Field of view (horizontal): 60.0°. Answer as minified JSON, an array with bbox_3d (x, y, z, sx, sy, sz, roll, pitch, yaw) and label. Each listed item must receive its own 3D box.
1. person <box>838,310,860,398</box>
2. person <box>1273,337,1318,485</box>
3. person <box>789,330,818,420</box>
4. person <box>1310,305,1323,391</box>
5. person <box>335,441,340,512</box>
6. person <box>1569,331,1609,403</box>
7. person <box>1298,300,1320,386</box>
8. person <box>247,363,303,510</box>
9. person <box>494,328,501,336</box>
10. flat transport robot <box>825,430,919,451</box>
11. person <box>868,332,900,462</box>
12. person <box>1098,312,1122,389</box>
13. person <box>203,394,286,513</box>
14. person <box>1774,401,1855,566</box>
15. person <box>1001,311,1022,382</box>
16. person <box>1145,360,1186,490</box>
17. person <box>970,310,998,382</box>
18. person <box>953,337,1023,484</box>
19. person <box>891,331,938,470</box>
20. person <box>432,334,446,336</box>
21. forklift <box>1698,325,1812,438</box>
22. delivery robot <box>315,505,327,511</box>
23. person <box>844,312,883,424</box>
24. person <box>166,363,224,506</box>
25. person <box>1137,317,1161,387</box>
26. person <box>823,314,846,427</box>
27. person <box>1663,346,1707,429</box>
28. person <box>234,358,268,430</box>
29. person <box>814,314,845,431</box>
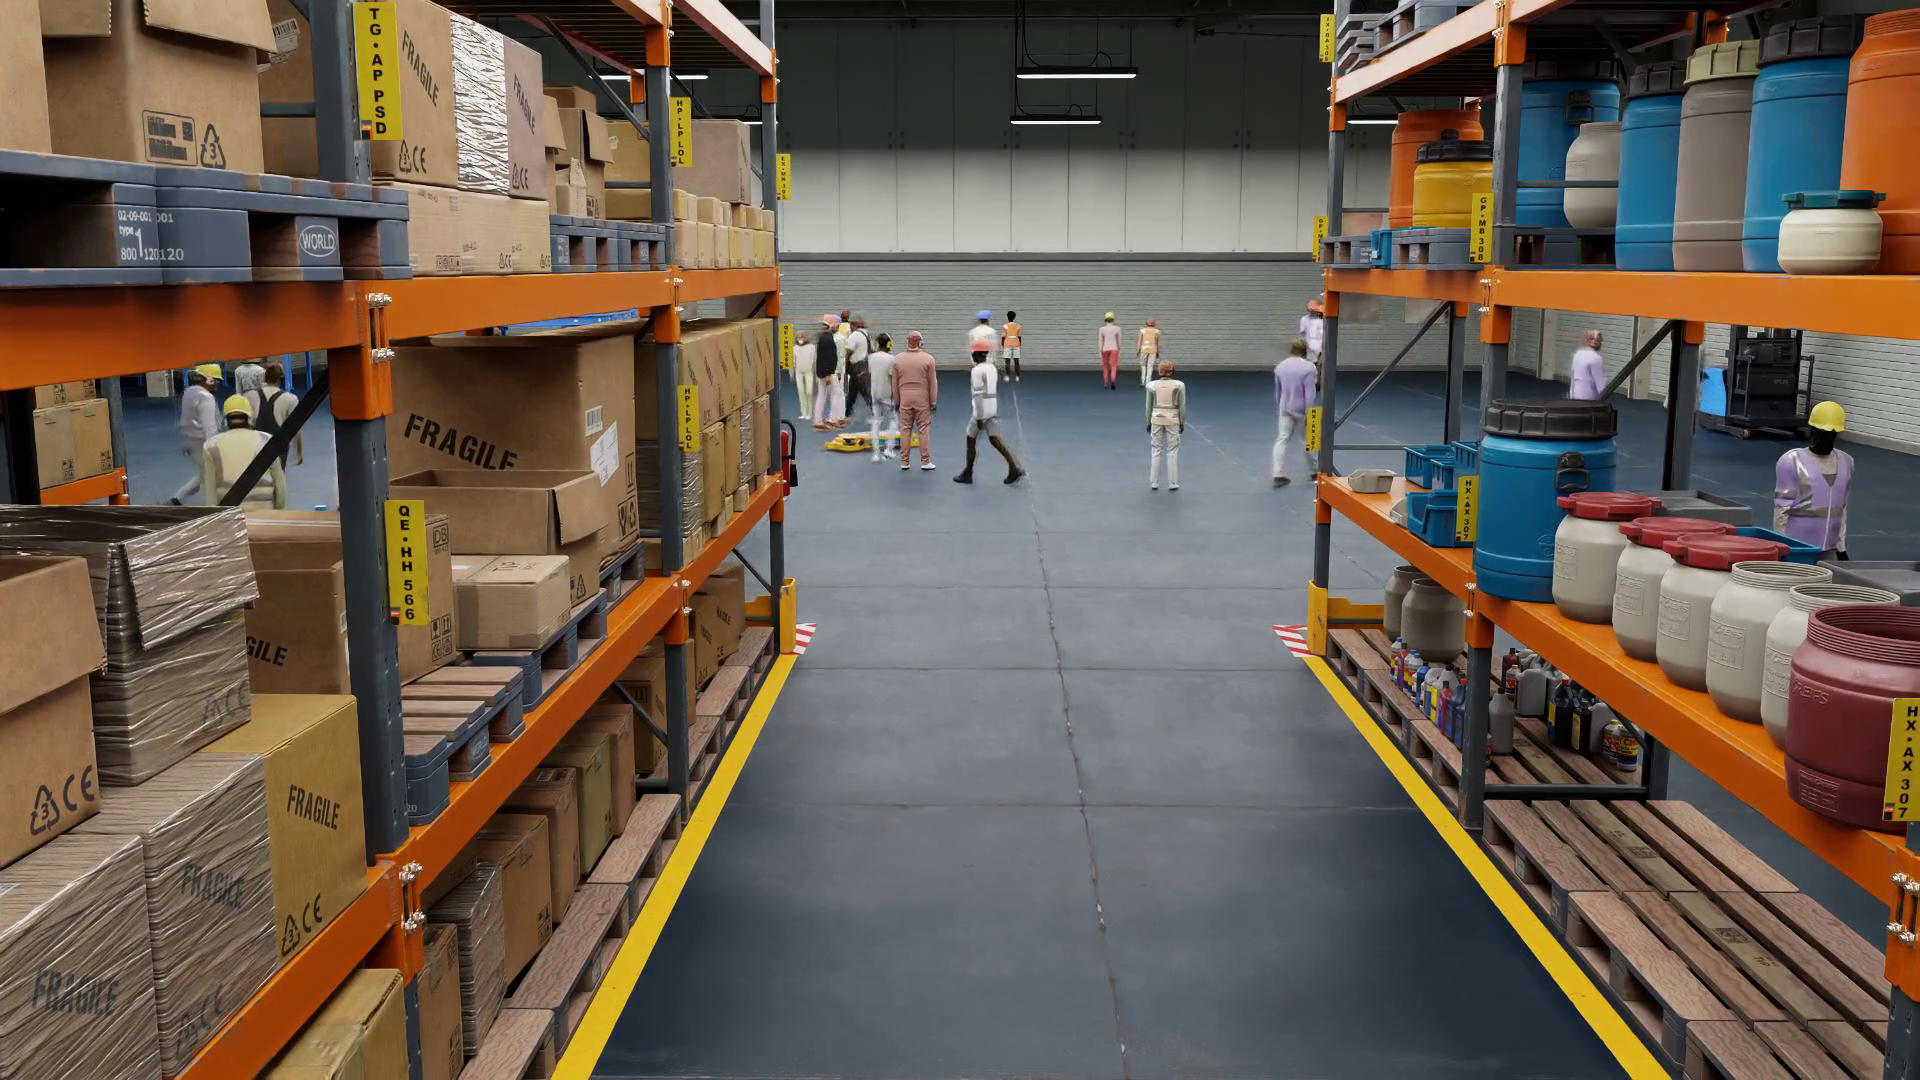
[{"bbox_3d":[-2.393,-3.938,35.231,0.627,1.844,0.429,5,11,27],"label":"person"},{"bbox_3d":[4.365,-1.660,21.452,1.025,1.880,0.656,-9,13,-44],"label":"person"},{"bbox_3d":[-2.853,-3.004,30.295,0.542,1.622,0.353,1,10,7],"label":"person"},{"bbox_3d":[8.030,-4.268,36.993,0.587,1.912,0.538,-3,10,-18],"label":"person"},{"bbox_3d":[-4.765,-0.317,13.484,0.586,1.865,0.739,-2,10,-10],"label":"person"},{"bbox_3d":[9.078,-2.033,23.703,0.876,1.869,0.665,0,9,-2],"label":"person"},{"bbox_3d":[8.042,-4.475,38.017,0.626,1.985,1.035,6,11,30],"label":"person"},{"bbox_3d":[-7.220,-0.962,17.546,0.548,1.796,0.963,0,9,-1],"label":"person"},{"bbox_3d":[-7.347,-2.444,26.280,0.429,1.845,0.621,-3,10,-20],"label":"person"},{"bbox_3d":[-1.308,-1.547,25.729,1.431,0.197,0.652,-7,12,-35],"label":"flat transport robot"},{"bbox_3d":[-1.114,-2.054,23.939,0.538,1.851,0.538,5,11,27],"label":"person"},{"bbox_3d":[3.386,-4.295,37.639,0.527,1.742,0.755,1,10,8],"label":"person"},{"bbox_3d":[-5.755,-0.268,13.370,0.585,1.802,0.768,-2,10,-9],"label":"person"},{"bbox_3d":[5.796,0.015,11.306,0.589,1.924,0.383,-2,10,-15],"label":"person"},{"bbox_3d":[1.226,-4.621,39.750,0.533,1.697,0.319,-3,10,-19],"label":"person"},{"bbox_3d":[2.586,-1.451,20.979,0.508,1.630,0.324,3,10,18],"label":"person"},{"bbox_3d":[0.485,-3.477,32.188,0.641,1.930,0.480,7,12,35],"label":"person"},{"bbox_3d":[0.381,-1.663,21.472,0.955,1.902,0.556,6,11,31],"label":"person"},{"bbox_3d":[-0.611,-1.917,22.929,0.641,1.908,0.407,2,10,14],"label":"person"},{"bbox_3d":[-8.383,-2.476,26.586,0.920,1.810,0.581,-6,11,-33],"label":"person"},{"bbox_3d":[13.248,-3.165,27.620,1.129,2.768,1.873,0,9,1],"label":"forklift"},{"bbox_3d":[-6.081,-0.087,15.854,0.477,0.478,0.707,-3,10,-16],"label":"delivery robot"},{"bbox_3d":[-1.803,-3.075,29.590,1.049,2.000,0.685,3,10,16],"label":"person"},{"bbox_3d":[-8.164,-1.016,17.865,0.592,1.797,0.629,-9,13,-43],"label":"person"},{"bbox_3d":[4.274,-4.231,37.652,0.528,1.598,0.738,1,10,8],"label":"person"},{"bbox_3d":[-2.176,-2.948,28.973,0.378,1.951,0.607,-4,10,-25],"label":"person"},{"bbox_3d":[10.906,-2.292,25.042,0.603,1.950,0.435,-1,10,-8],"label":"person"},{"bbox_3d":[-9.742,-1.842,22.971,0.493,1.743,0.295,2,10,14],"label":"person"},{"bbox_3d":[-2.196,-2.827,28.173,0.651,1.967,0.633,-4,10,-24],"label":"person"}]
